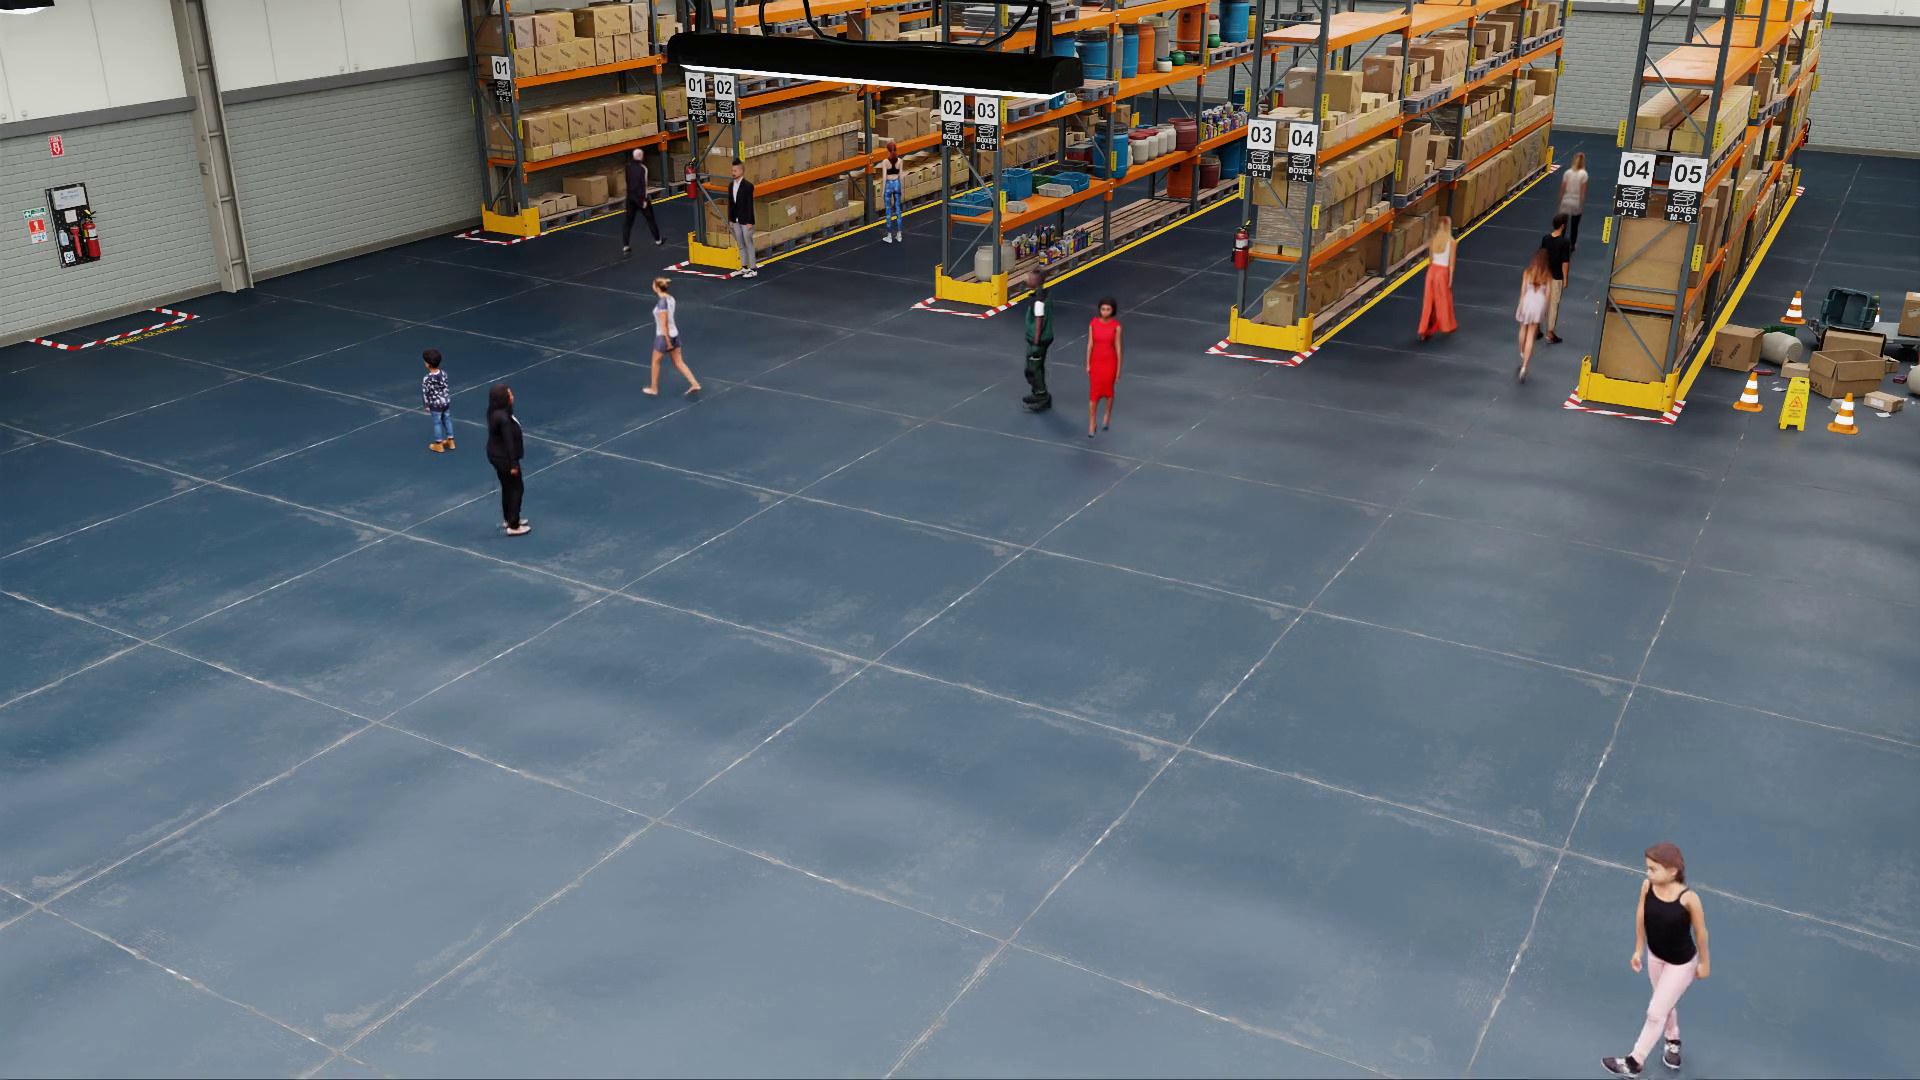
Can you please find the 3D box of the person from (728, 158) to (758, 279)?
[{"bbox_3d":[-3.597,-5.355,27.590,0.724,1.953,0.640,16,28,33],"label":"person"}]

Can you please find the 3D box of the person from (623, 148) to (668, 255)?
[{"bbox_3d":[-5.679,-5.843,28.978,0.737,1.764,1.253,10,25,22],"label":"person"}]

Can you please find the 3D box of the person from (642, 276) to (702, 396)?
[{"bbox_3d":[-3.732,-2.621,21.624,0.774,1.590,0.992,7,24,16],"label":"person"}]

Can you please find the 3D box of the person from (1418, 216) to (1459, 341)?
[{"bbox_3d":[6.876,-3.758,24.071,1.173,1.768,0.883,-18,29,-37],"label":"person"}]

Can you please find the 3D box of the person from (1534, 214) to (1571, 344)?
[{"bbox_3d":[8.557,-3.788,24.026,0.676,1.859,0.702,-15,27,-32],"label":"person"}]

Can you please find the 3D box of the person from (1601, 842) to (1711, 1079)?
[{"bbox_3d":[4.221,2.462,9.767,0.986,1.516,0.836,-18,29,-35],"label":"person"}]

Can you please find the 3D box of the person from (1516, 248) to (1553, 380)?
[{"bbox_3d":[7.699,-3.007,22.366,0.698,1.720,1.180,8,24,18],"label":"person"}]

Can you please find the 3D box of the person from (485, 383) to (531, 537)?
[{"bbox_3d":[-4.801,-0.840,17.421,0.780,1.602,0.768,-12,26,-26],"label":"person"}]

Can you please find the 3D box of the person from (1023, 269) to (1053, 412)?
[{"bbox_3d":[0.999,-2.550,21.147,0.849,1.834,0.711,7,24,15],"label":"person"}]

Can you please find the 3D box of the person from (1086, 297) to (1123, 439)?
[{"bbox_3d":[1.779,-2.144,20.341,0.765,1.717,0.999,5,24,12],"label":"person"}]

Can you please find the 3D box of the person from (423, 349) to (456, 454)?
[{"bbox_3d":[-6.218,-1.670,19.820,0.588,1.252,0.478,19,30,37],"label":"person"}]

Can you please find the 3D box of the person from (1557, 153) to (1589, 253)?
[{"bbox_3d":[10.506,-5.708,28.652,0.647,1.772,1.178,12,26,25],"label":"person"}]

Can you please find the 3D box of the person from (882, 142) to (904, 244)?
[{"bbox_3d":[-1.219,-6.270,29.955,0.673,1.785,0.747,-11,25,-24],"label":"person"}]
